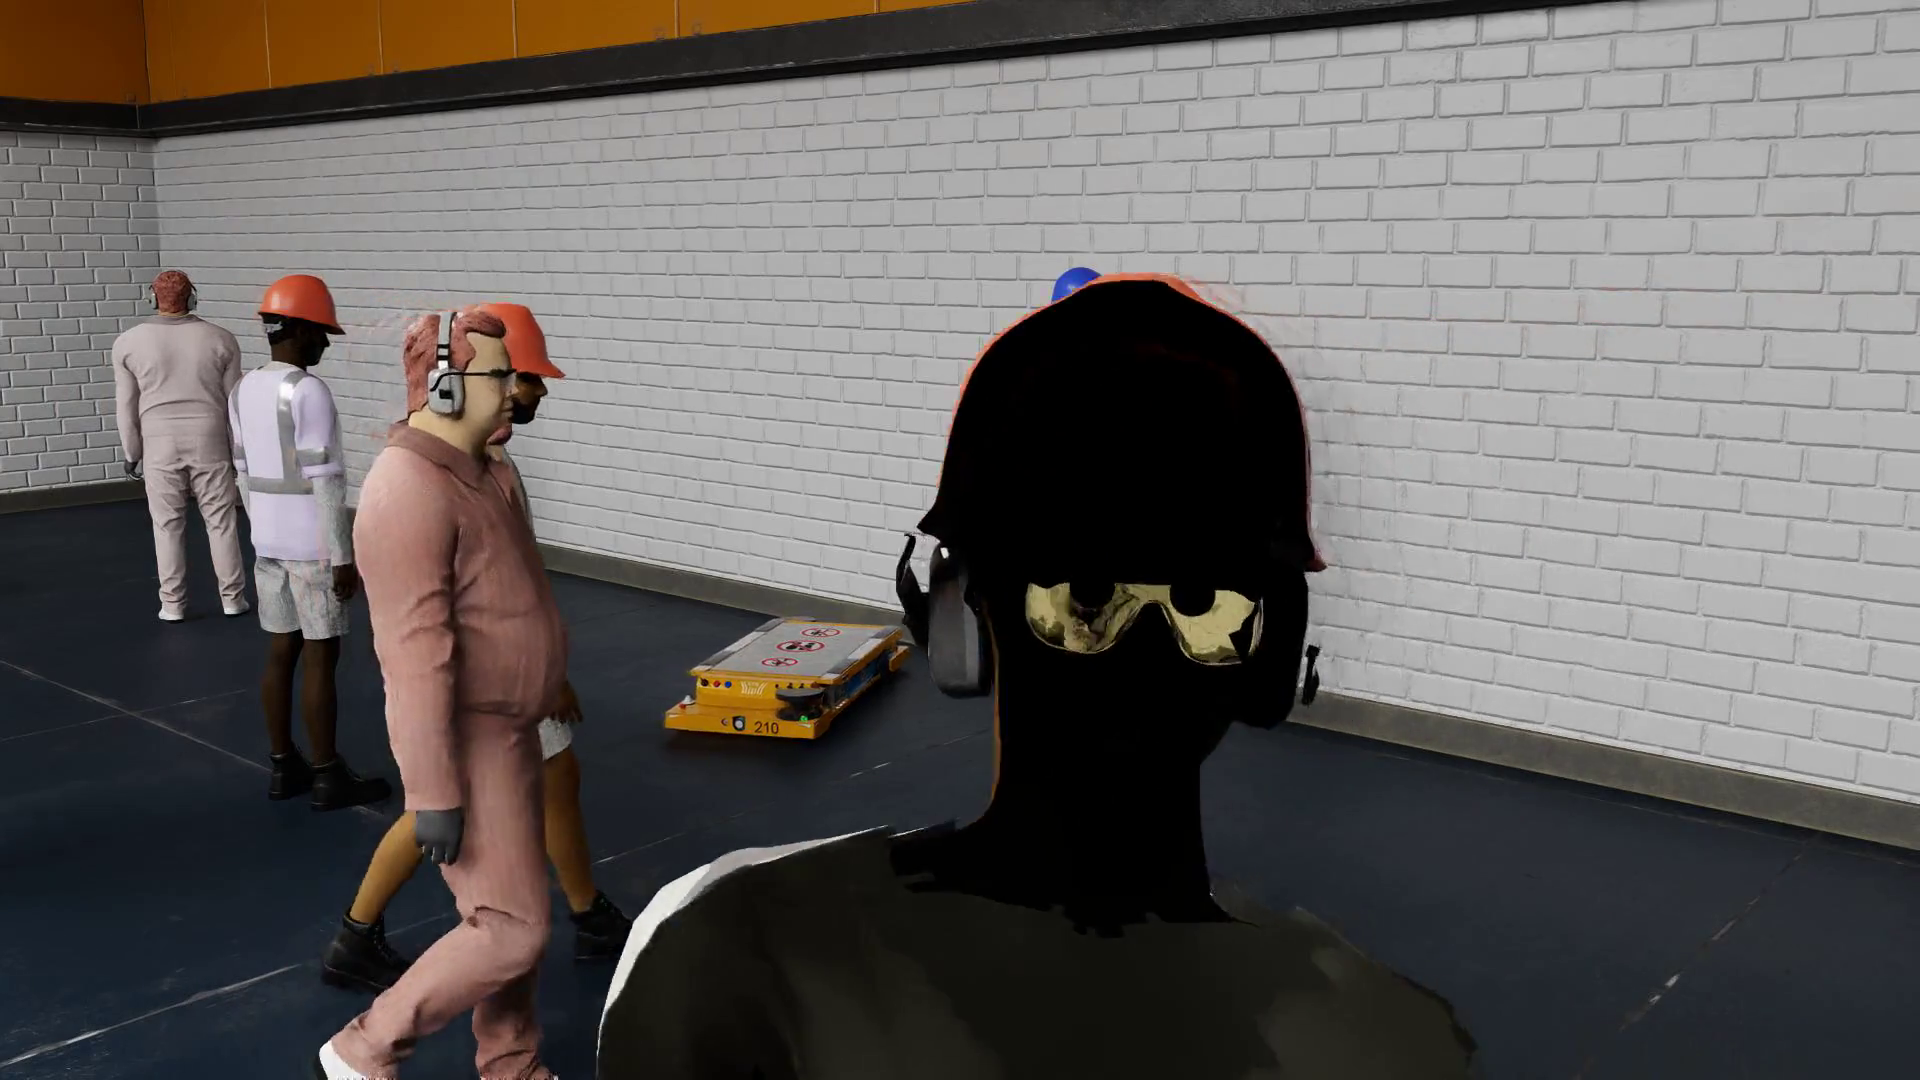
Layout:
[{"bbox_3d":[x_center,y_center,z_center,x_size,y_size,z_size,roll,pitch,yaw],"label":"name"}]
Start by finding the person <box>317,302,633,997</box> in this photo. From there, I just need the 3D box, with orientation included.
[{"bbox_3d":[-1.306,0.308,4.477,0.960,1.890,0.534,-1,10,-7],"label":"person"}]

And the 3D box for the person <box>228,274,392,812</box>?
[{"bbox_3d":[-2.361,0.014,6.024,0.542,1.928,0.377,7,12,36],"label":"person"}]

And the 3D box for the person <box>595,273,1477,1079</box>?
[{"bbox_3d":[0.073,0.839,1.105,0.643,2.012,0.519,2,10,12],"label":"person"}]

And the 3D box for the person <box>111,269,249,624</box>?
[{"bbox_3d":[-4.202,-0.502,9.022,0.642,1.909,0.399,-5,11,-25],"label":"person"}]

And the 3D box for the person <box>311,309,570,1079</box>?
[{"bbox_3d":[-1.098,0.446,3.647,0.524,1.891,0.659,-1,10,-6],"label":"person"}]

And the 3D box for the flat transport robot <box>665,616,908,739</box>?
[{"bbox_3d":[-0.733,0.588,7.467,0.652,0.197,1.431,2,10,14],"label":"flat transport robot"}]

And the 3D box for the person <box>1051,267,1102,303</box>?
[{"bbox_3d":[0.479,-0.073,6.463,0.388,1.948,0.605,10,14,44],"label":"person"}]
